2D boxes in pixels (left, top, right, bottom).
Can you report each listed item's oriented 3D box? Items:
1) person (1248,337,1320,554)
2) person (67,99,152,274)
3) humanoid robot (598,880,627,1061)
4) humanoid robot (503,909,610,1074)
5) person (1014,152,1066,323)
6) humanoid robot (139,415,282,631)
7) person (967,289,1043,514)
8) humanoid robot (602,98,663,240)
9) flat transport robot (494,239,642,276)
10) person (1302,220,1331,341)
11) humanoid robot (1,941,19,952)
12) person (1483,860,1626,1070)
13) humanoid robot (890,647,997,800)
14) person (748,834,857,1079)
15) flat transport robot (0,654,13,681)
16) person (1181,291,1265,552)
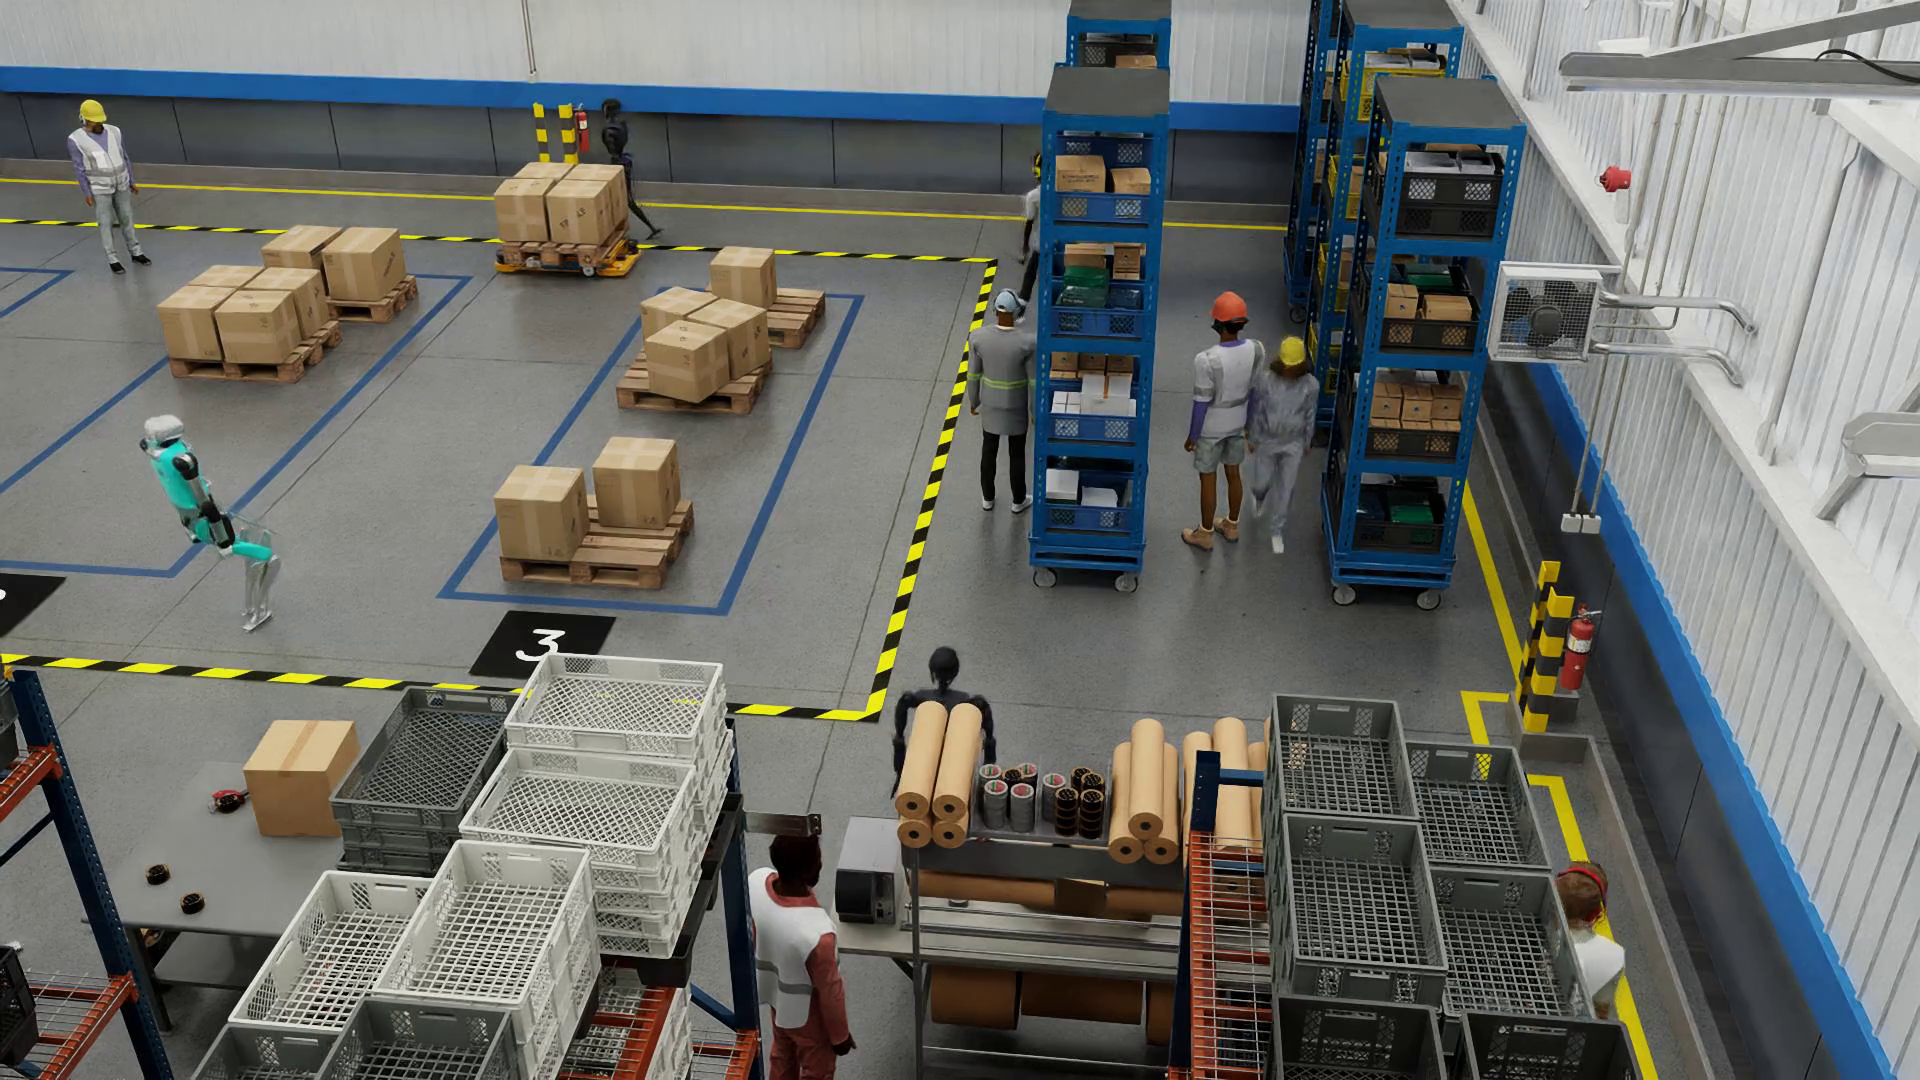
[{"bbox_3d":[2.421,-0.768,12.530,0.489,1.726,0.510,2,30,4],"label":"person"},{"bbox_3d":[-8.975,-3.736,17.544,0.404,1.824,0.585,20,36,30],"label":"person"},{"bbox_3d":[-1.795,1.966,7.906,0.417,1.645,0.610,-23,37,-33],"label":"humanoid robot"},{"bbox_3d":[-1.697,2.201,7.412,0.734,1.742,0.591,17,34,27],"label":"humanoid robot"},{"bbox_3d":[0.754,-2.907,16.134,0.555,1.823,0.770,-18,35,-28],"label":"person"},{"bbox_3d":[-5.031,-0.118,11.445,0.535,1.793,0.809,22,36,32],"label":"humanoid robot"},{"bbox_3d":[0.359,-1.084,12.962,0.596,1.849,0.394,8,31,13],"label":"person"},{"bbox_3d":[-3.714,-4.038,18.259,0.770,1.640,0.589,-2,30,-4],"label":"humanoid robot"},{"bbox_3d":[-4.228,-3.081,17.937,1.431,0.197,0.652,3,30,6],"label":"flat transport robot"},{"bbox_3d":[3.336,-2.282,15.008,0.512,1.865,0.334,-26,39,-37],"label":"person"},{"bbox_3d":[-5.322,1.627,8.523,0.778,1.889,0.543,-19,35,-30],"label":"humanoid robot"},{"bbox_3d":[2.544,2.169,7.399,0.596,1.821,0.457,8,31,14],"label":"person"},{"bbox_3d":[-0.085,1.306,9.060,0.610,1.647,0.313,2,30,3],"label":"humanoid robot"},{"bbox_3d":[-0.712,2.069,7.478,0.392,1.921,0.592,-24,38,-35],"label":"person"},{"bbox_3d":[-7.142,0.969,11.010,1.431,0.231,0.659,3,30,6],"label":"flat transport robot"},{"bbox_3d":[1.936,-0.877,12.419,0.614,2.041,0.379,-16,34,-26],"label":"person"}]
